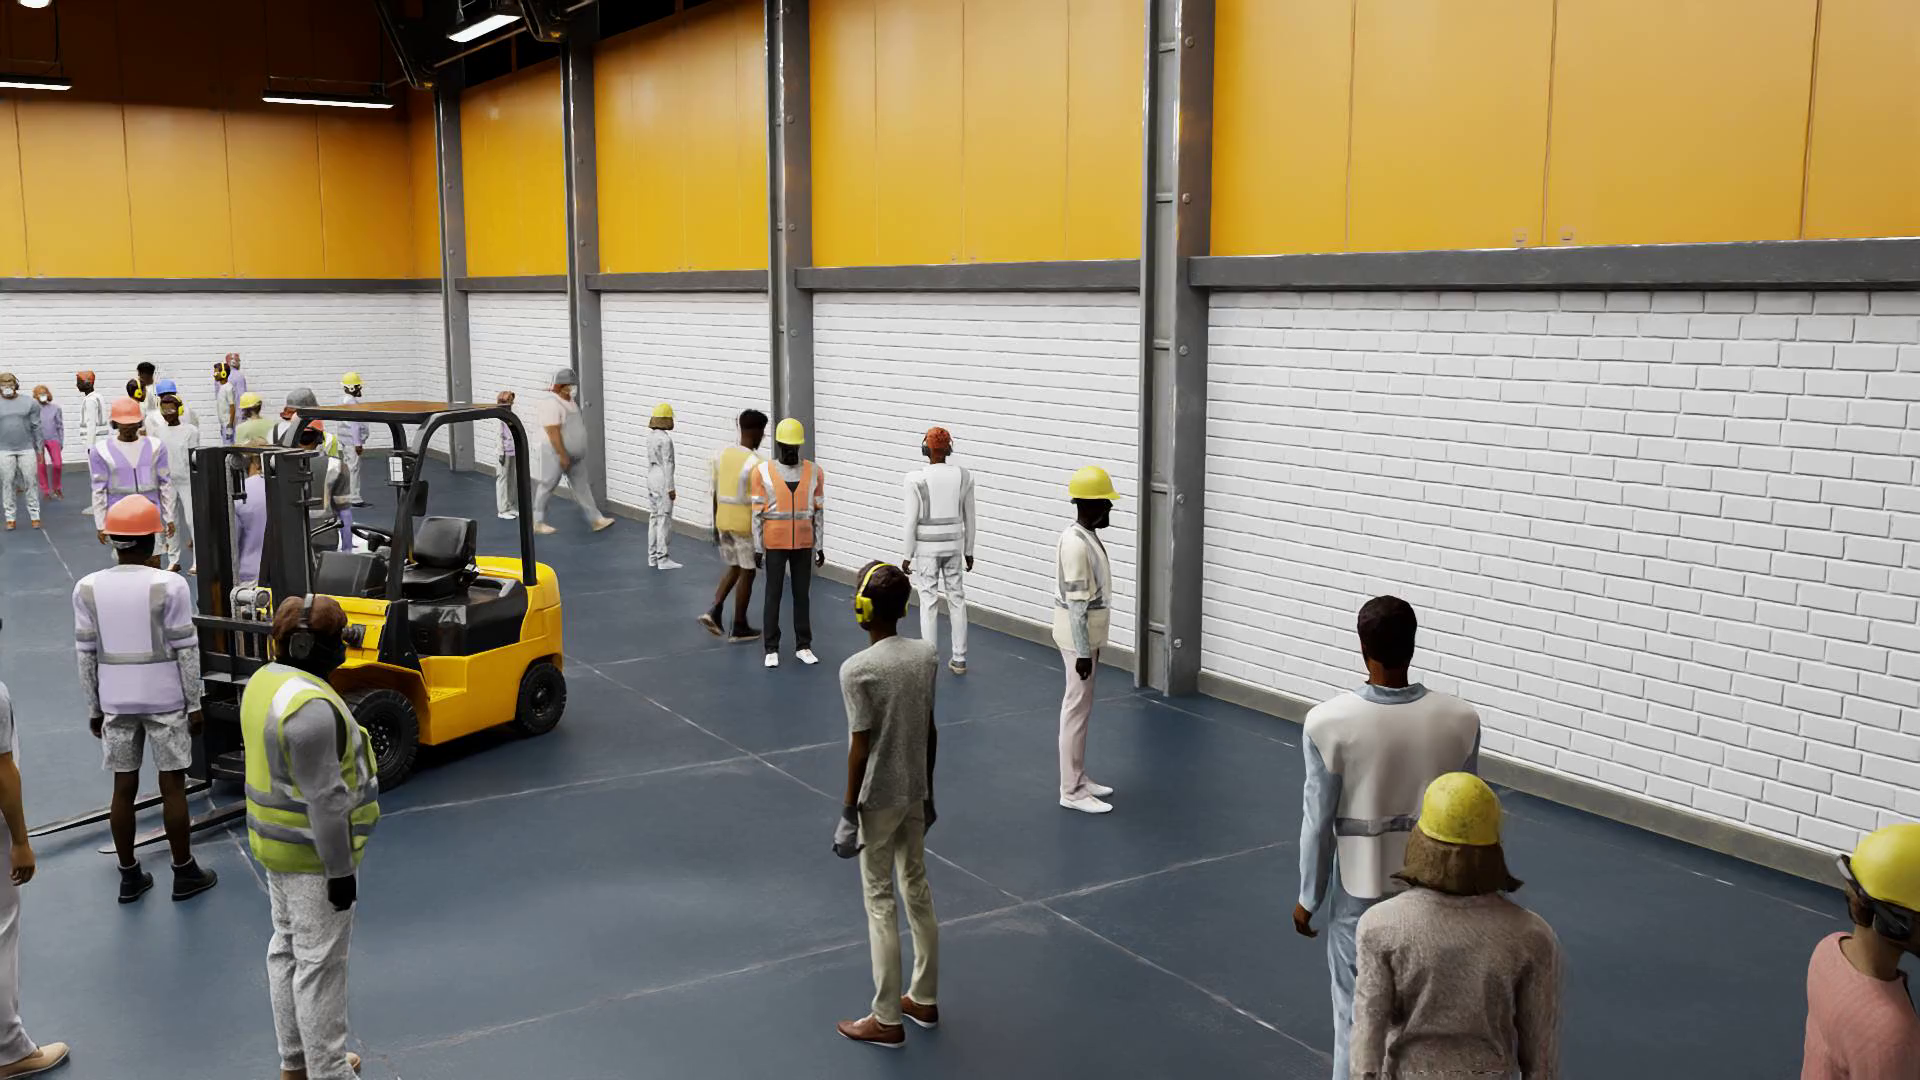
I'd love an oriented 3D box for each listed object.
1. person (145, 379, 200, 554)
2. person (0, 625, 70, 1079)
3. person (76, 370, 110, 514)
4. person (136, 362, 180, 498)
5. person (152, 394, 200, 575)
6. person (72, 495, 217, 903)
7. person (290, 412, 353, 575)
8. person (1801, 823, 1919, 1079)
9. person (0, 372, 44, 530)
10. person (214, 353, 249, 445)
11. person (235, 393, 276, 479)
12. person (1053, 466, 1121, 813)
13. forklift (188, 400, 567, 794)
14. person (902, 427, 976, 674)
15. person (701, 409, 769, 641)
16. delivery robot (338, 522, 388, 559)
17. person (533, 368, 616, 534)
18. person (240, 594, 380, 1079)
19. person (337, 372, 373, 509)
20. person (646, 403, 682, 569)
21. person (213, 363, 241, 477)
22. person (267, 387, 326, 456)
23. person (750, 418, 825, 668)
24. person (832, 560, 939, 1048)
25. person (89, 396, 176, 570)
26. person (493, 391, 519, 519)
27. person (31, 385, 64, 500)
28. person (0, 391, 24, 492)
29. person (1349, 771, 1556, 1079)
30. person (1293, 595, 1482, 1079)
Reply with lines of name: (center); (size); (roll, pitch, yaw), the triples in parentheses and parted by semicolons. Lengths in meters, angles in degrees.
person: (-8.702, -0.811, 18.416); (0.412, 1.937, 0.605); (6, 10, 36)
person: (-3.587, 1.067, 6.064); (0.519, 1.844, 0.330); (4, 9, 23)
person: (-11.326, -1.276, 21.752); (0.359, 1.880, 0.575); (-3, 9, -18)
person: (-11.368, -1.541, 23.411); (0.990, 1.912, 0.614); (3, 9, 19)
person: (-7.987, -0.558, 16.997); (0.512, 1.858, 0.322); (1, 8, 5)
person: (-3.856, 0.753, 7.871); (0.542, 1.939, 0.369); (0, 8, -2)
person: (-4.853, 0.030, 12.451); (0.601, 2.035, 0.413); (-3, 9, -17)
person: (1.998, 1.468, 3.674); (0.336, 1.757, 0.532); (2, 9, 14)
person: (-11.505, -1.074, 20.242); (0.636, 1.928, 0.384); (-5, 10, -30)
person: (-11.952, -2.129, 27.414); (0.642, 1.905, 0.399); (4, 9, 27)
person: (-8.127, -0.824, 19.164); (0.585, 1.737, 0.570); (6, 10, 34)
person: (0.707, 0.545, 9.311); (0.369, 1.928, 0.585); (1, 9, 7)
forklift: (-3.529, 0.258, 10.348); (1.214, 2.155, 2.313); (4, 9, 25)
person: (-0.158, 0.088, 12.537); (0.583, 1.882, 0.337); (-3, 9, -22)
person: (-1.811, -0.111, 13.694); (0.657, 1.939, 0.502); (8, 11, 42)
delivery robot: (-6.160, 0.065, 16.837); (0.707, 0.478, 0.477); (3, 9, 18)
person: (-4.693, -1.078, 19.870); (1.024, 2.000, 0.698); (2, 9, 16)
person: (-2.270, 1.101, 5.872); (0.430, 1.839, 0.619); (-7, 11, -38)
person: (-8.109, -1.329, 22.251); (0.404, 1.835, 0.587); (-5, 10, -32)
person: (-3.115, -0.568, 17.468); (0.324, 1.737, 0.488); (-6, 10, -33)
person: (-10.781, -1.669, 24.424); (0.318, 1.870, 0.531); (-6, 10, -34)
person: (-6.052, -0.406, 15.341); (0.687, 2.000, 0.537); (6, 11, 37)
person: (-1.319, 0.017, 12.870); (0.587, 1.927, 0.365); (-3, 9, -21)
person: (-0.285, 1.007, 6.388); (0.327, 1.871, 0.514); (7, 11, 40)
person: (-6.912, -0.189, 13.931); (0.613, 2.031, 0.410); (-7, 11, -39)
person: (-5.797, -1.090, 21.296); (0.308, 1.640, 0.516); (1, 9, 8)
person: (-12.691, -1.344, 23.081); (0.505, 1.616, 0.434); (-7, 11, -38)
person: (-13.546, -1.402, 23.655); (0.527, 1.569, 0.937); (-7, 11, -40)
person: (1.214, 1.430, 4.112); (0.492, 1.708, 0.872); (2, 9, 11)
person: (1.382, 1.133, 5.401); (0.588, 1.913, 0.390); (-1, 8, -5)
